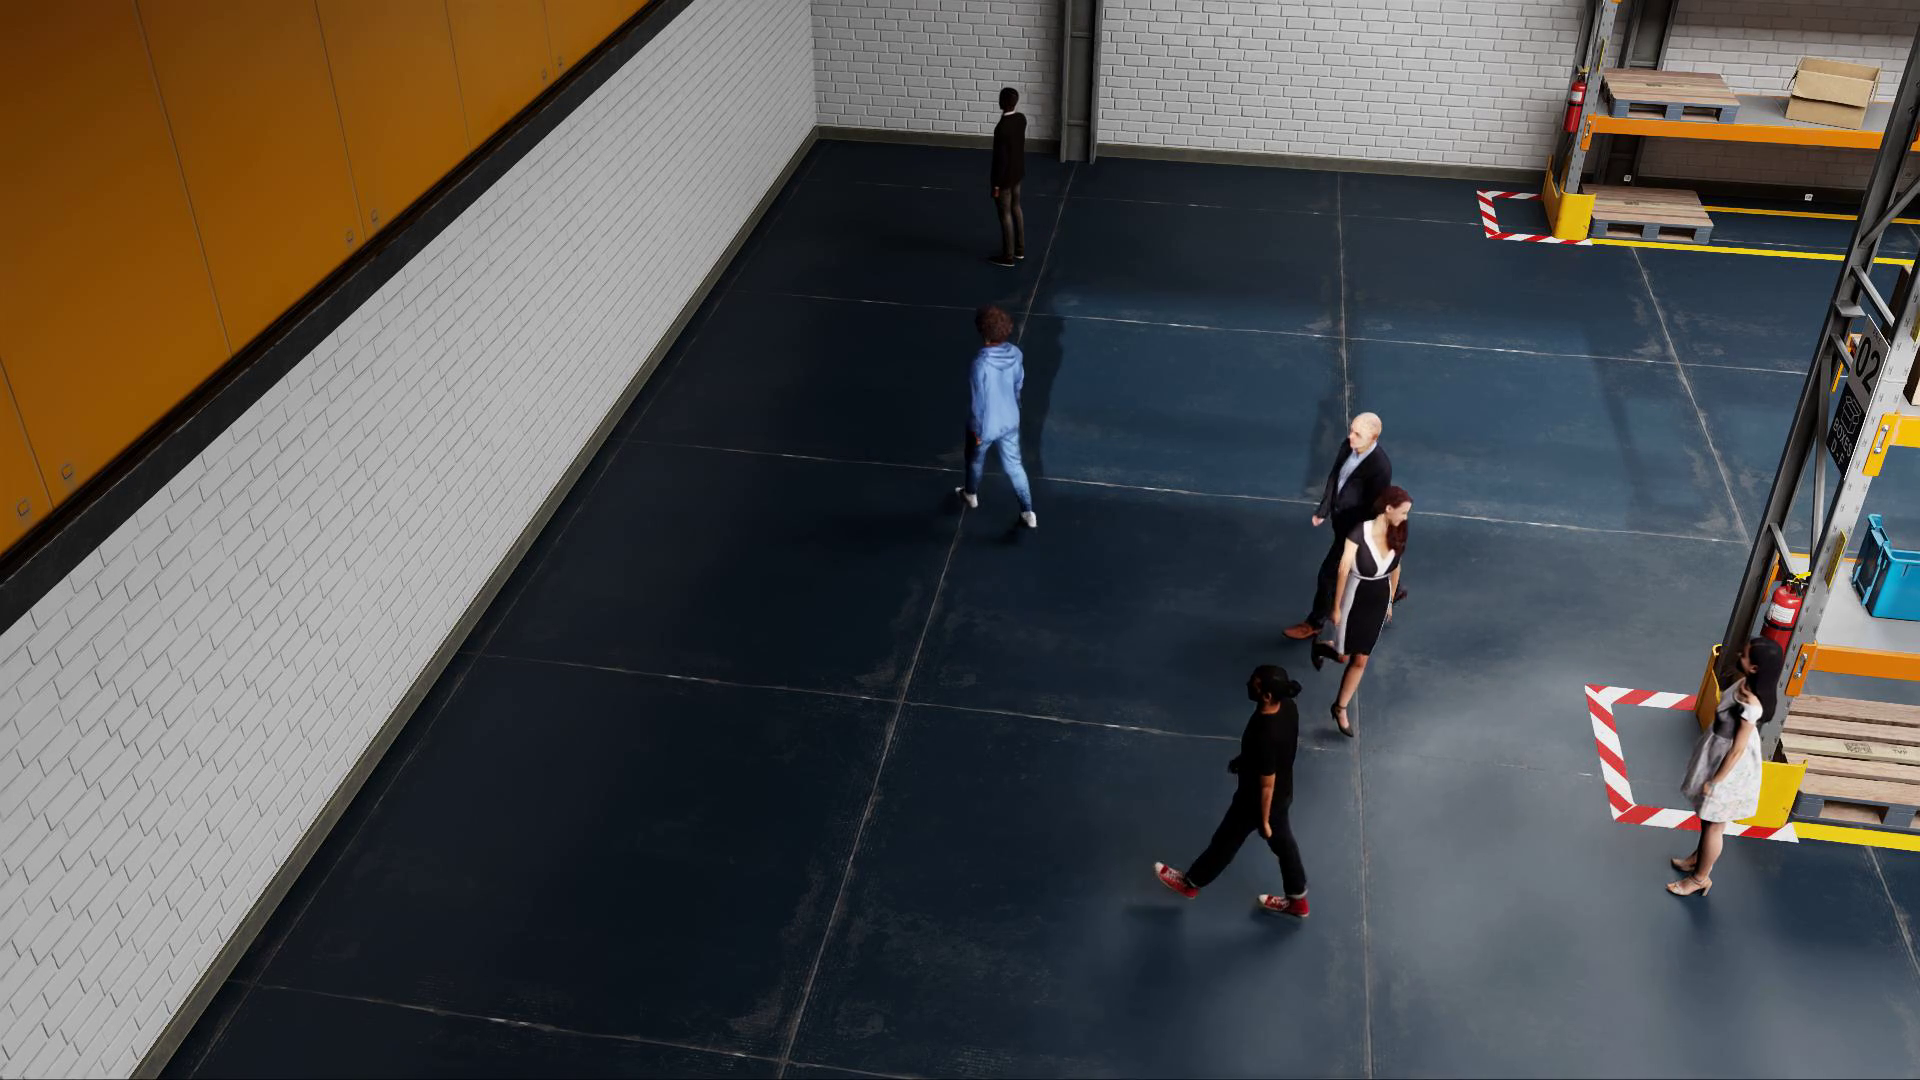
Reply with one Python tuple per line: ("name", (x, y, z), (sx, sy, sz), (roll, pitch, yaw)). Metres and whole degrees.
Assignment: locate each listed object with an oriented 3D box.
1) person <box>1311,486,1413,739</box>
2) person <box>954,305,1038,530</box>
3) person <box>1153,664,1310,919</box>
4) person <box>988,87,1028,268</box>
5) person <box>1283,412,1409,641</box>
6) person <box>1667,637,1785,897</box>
("person", (2.507, 0.397, 10.559), (0.954, 1.762, 0.933), (-8, 35, -12))
("person", (0.312, -0.870, 12.447), (1.172, 1.782, 1.216), (-19, 38, -27))
("person", (1.737, 1.415, 9.073), (1.191, 1.712, 0.839), (14, 36, 21))
("person", (0.485, -3.618, 16.566), (0.678, 1.800, 0.731), (18, 38, 26))
("person", (2.744, -0.105, 11.309), (1.270, 1.769, 0.983), (-6, 34, -9))
("person", (4.251, 1.266, 9.242), (0.748, 1.774, 0.736), (18, 37, 25))
